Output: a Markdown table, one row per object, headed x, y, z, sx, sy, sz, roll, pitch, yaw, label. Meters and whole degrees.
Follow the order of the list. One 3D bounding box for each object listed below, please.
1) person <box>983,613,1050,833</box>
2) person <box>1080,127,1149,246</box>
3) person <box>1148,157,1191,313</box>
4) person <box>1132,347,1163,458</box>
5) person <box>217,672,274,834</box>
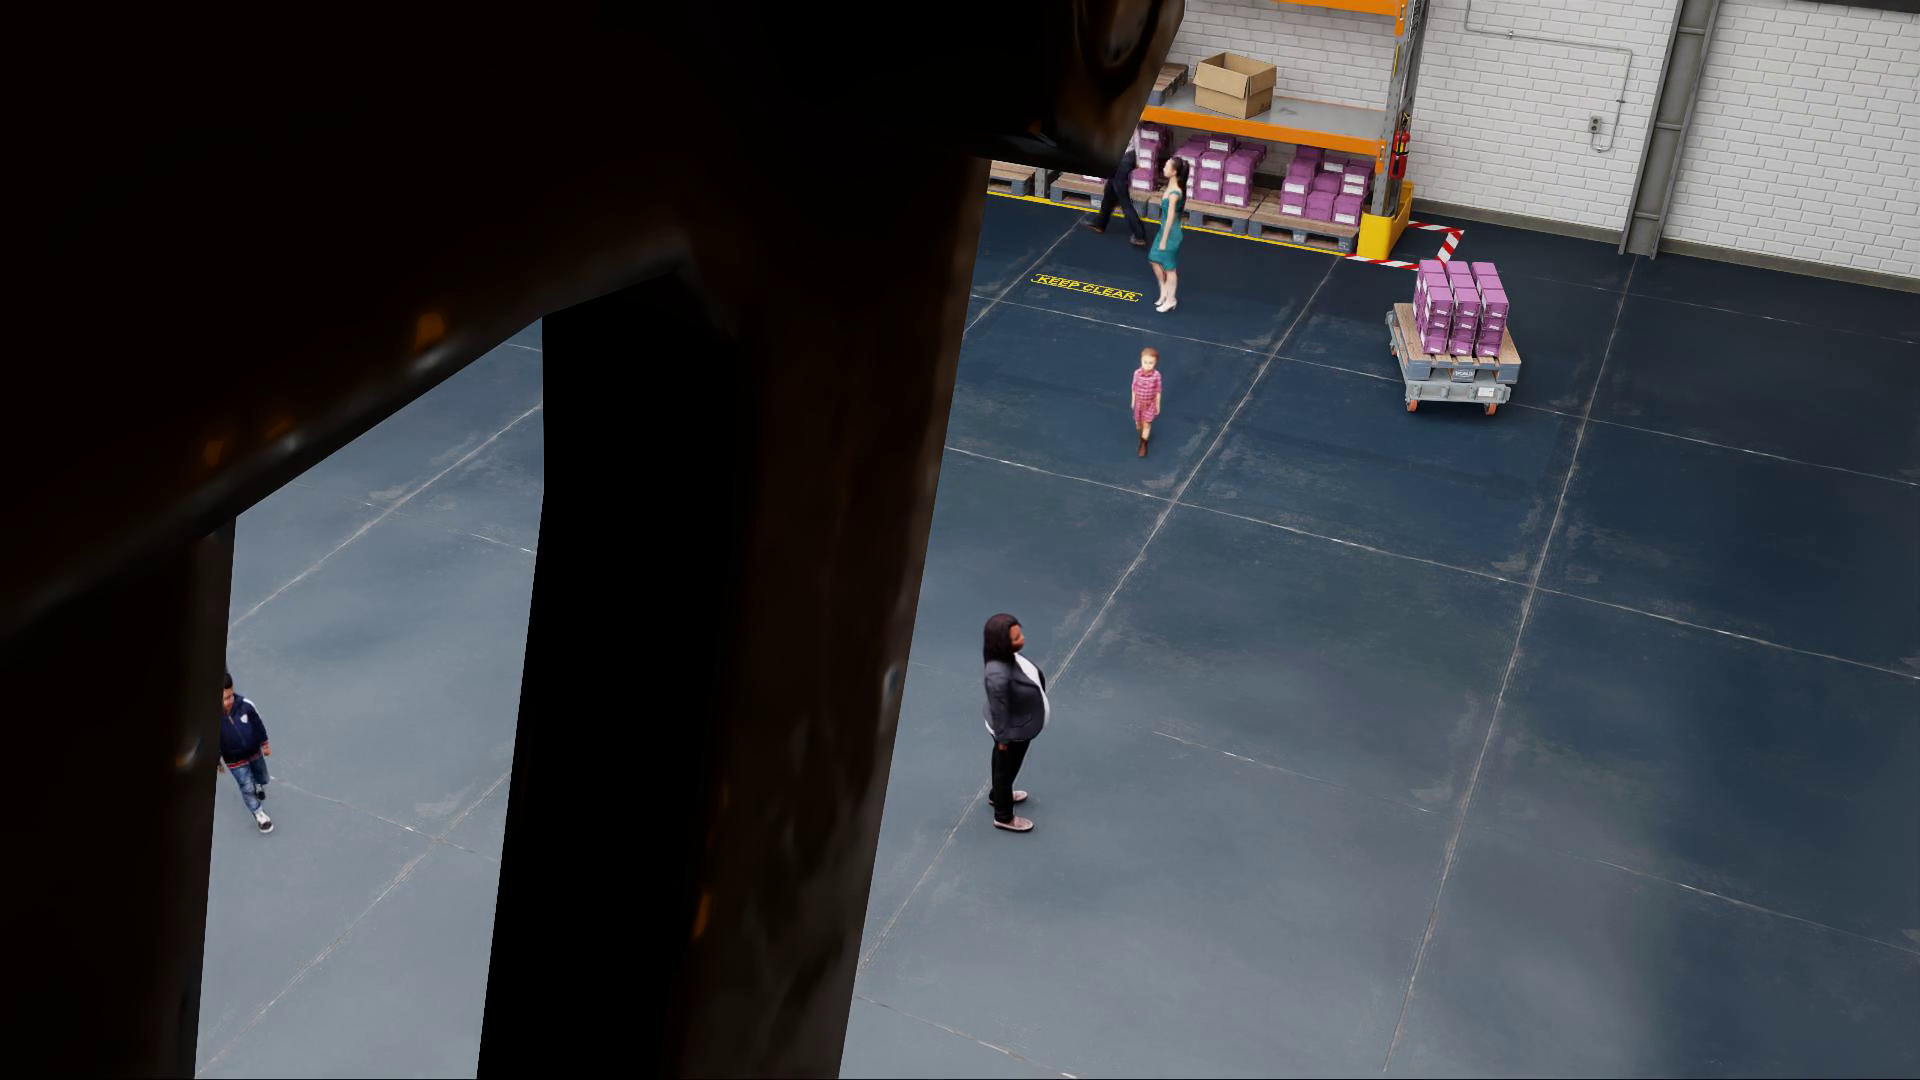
| x | y | z | sx | sy | sz | roll | pitch | yaw | label |
| --- | --- | --- | --- | --- | --- | --- | --- | --- | --- |
| 0.304 | 1.142 | 10.606 | 0.803 | 1.596 | 0.782 | -1 | 34 | -1 | person |
| 1.829 | -4.108 | 18.341 | 0.864 | 1.777 | 1.220 | -27 | 42 | -35 | person |
| 2.205 | -3.077 | 16.880 | 0.679 | 1.677 | 0.661 | 2 | 34 | 3 | person |
| 1.662 | -1.252 | 14.730 | 0.517 | 1.018 | 0.533 | 9 | 35 | 13 | person |
| -4.636 | 1.315 | 10.690 | 0.666 | 1.215 | 0.763 | -24 | 41 | -32 | person |
